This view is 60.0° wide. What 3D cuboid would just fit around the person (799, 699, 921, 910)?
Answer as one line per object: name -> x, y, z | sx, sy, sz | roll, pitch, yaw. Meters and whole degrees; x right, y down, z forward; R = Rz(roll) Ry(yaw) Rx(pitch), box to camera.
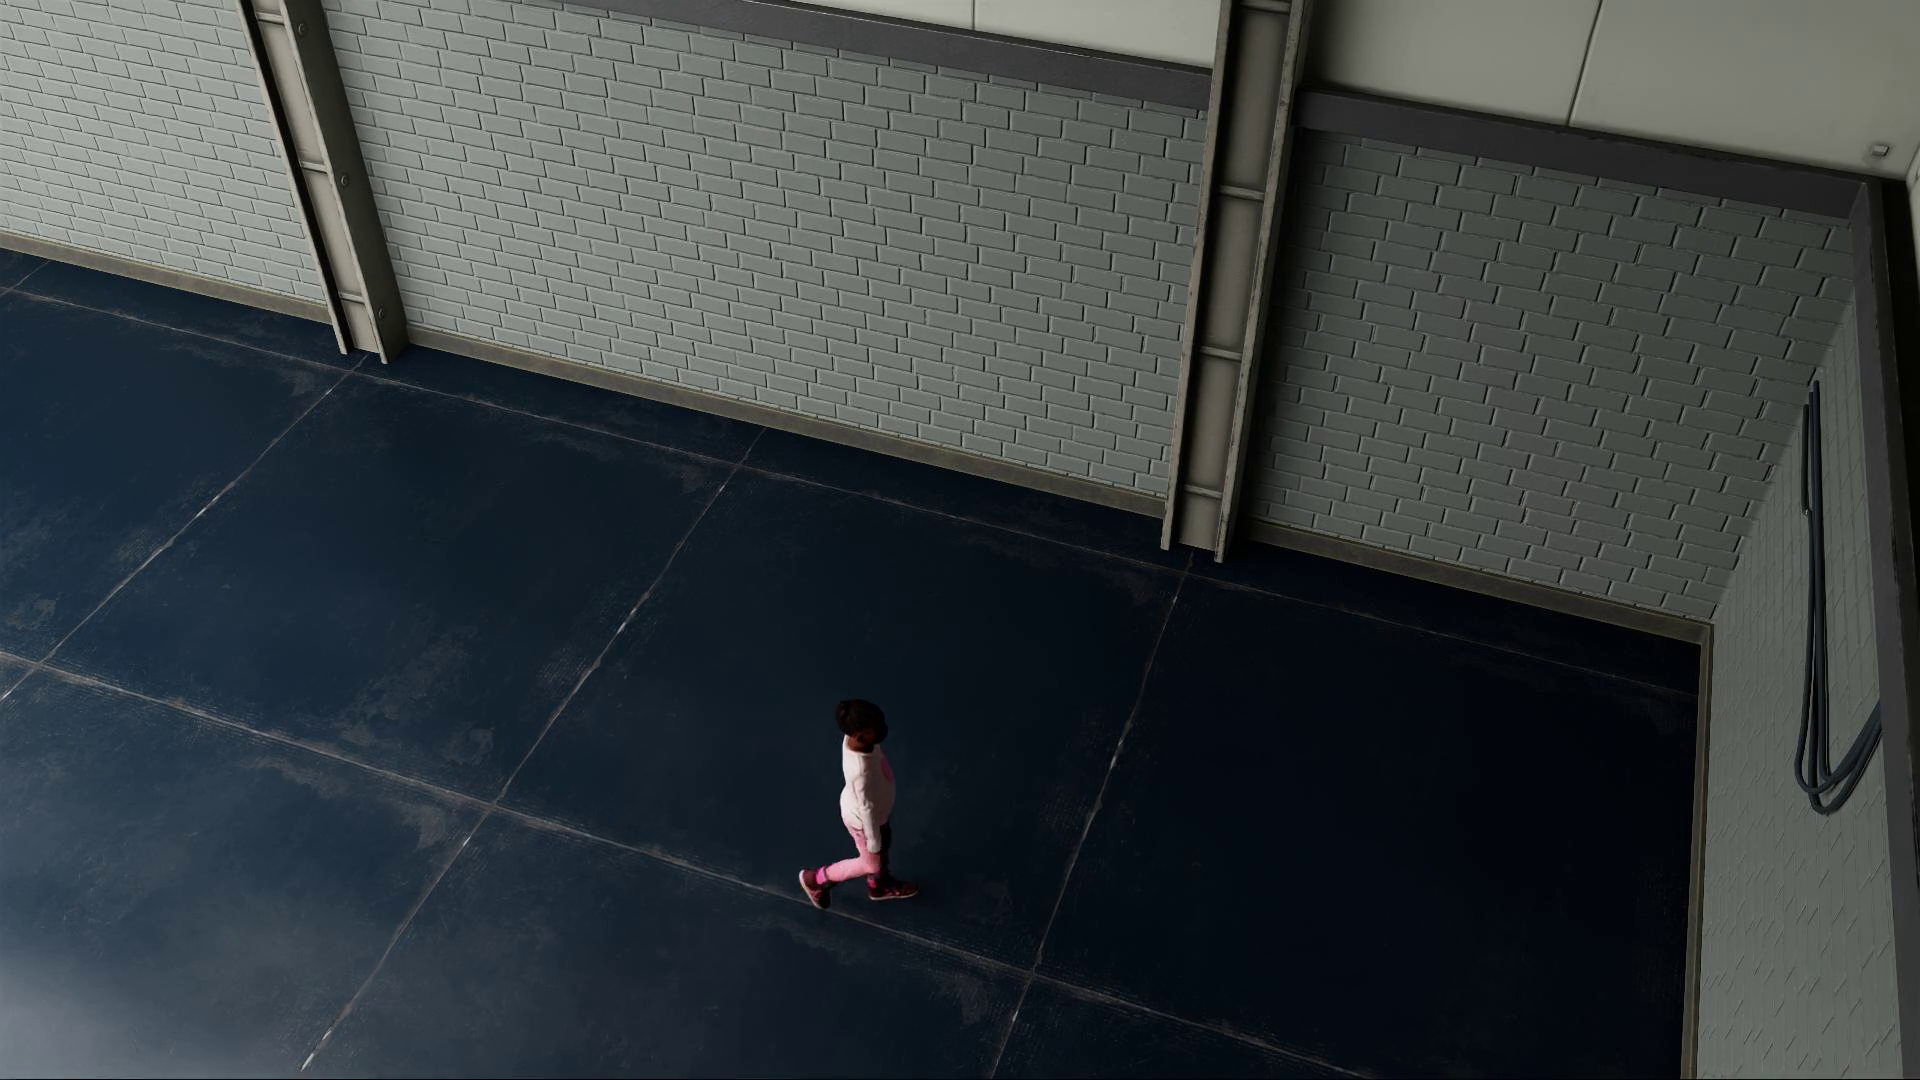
person -> -0.504, 1.279, 7.857 | 0.897, 1.434, 0.735 | -2, 42, -2
